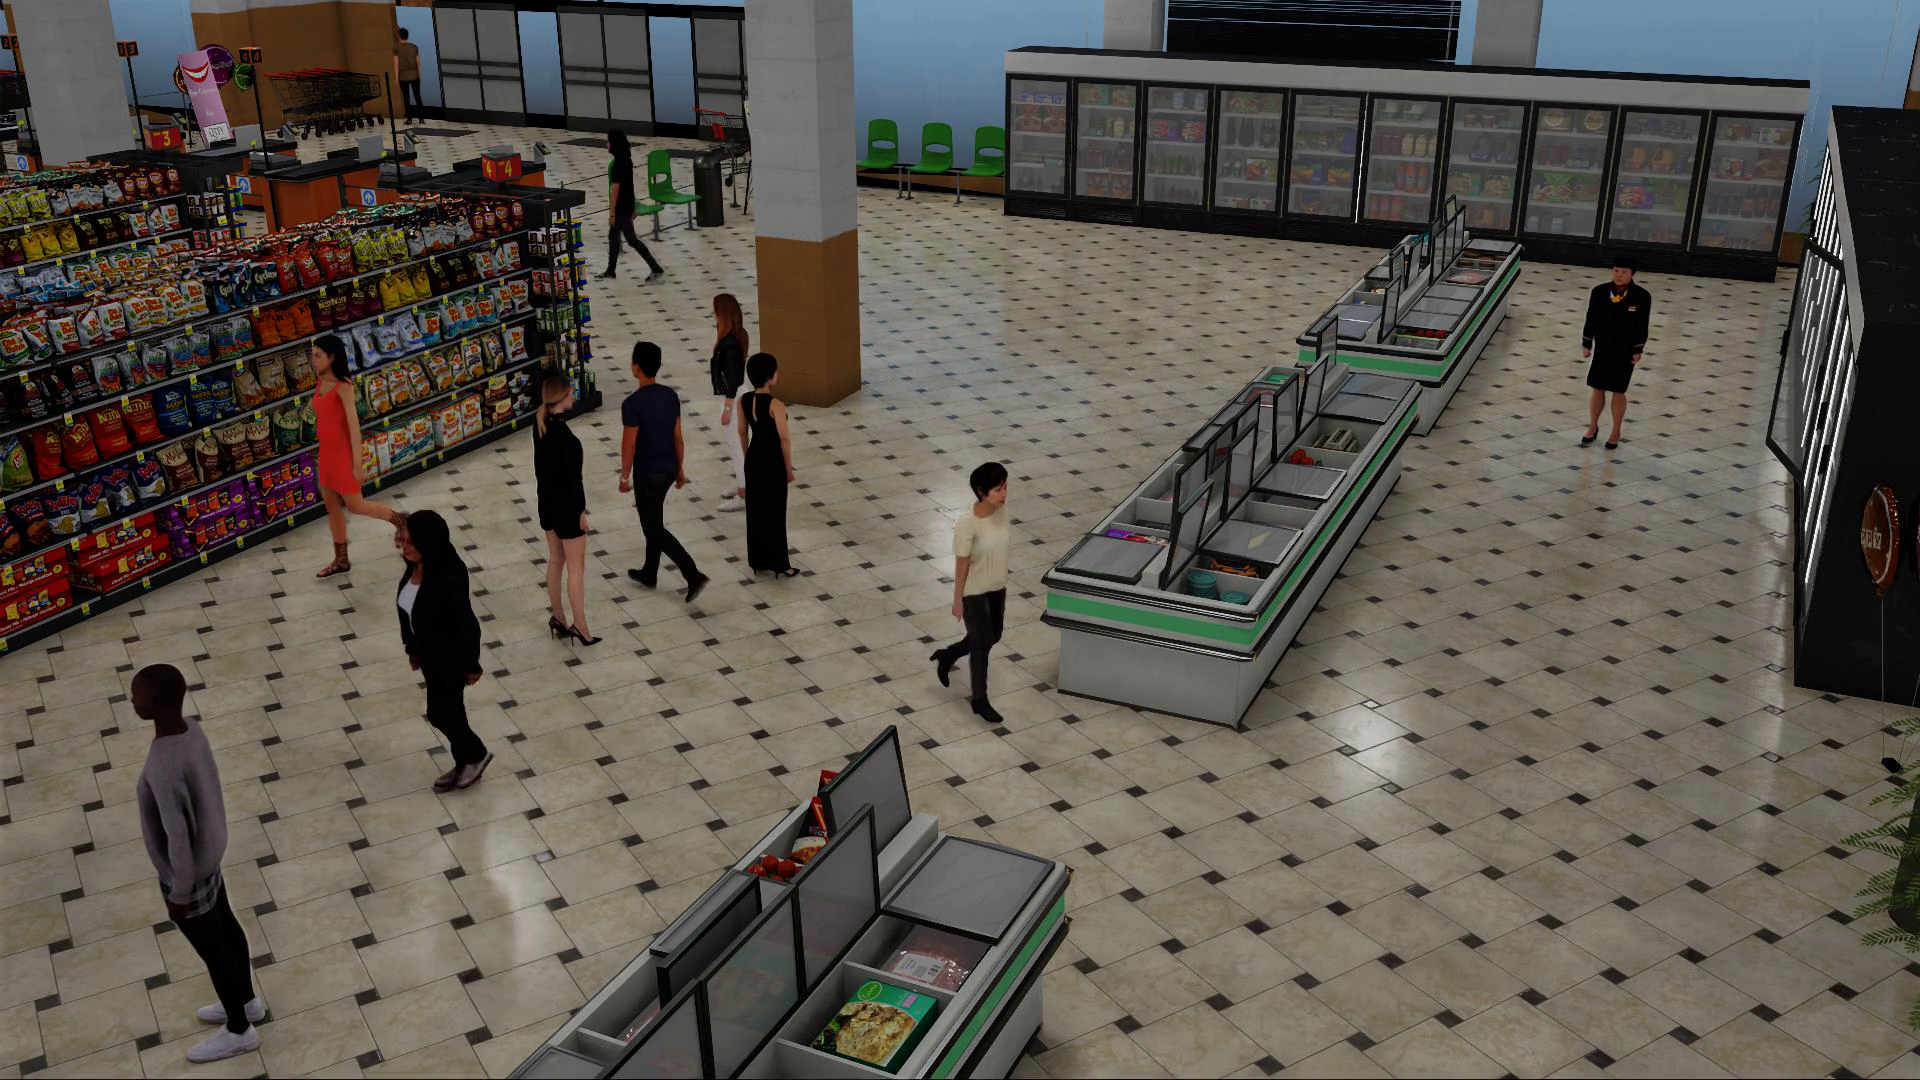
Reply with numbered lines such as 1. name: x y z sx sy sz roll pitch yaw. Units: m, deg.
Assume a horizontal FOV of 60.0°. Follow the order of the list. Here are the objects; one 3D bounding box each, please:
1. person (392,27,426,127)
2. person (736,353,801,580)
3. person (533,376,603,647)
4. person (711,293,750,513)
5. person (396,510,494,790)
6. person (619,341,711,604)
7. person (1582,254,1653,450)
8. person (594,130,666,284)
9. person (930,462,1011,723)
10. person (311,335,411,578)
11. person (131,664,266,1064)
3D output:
1. person: -10.750 -9.037 32.433 0.701 1.852 0.808 -13 25 -29
2. person: -1.354 -0.504 11.527 0.603 1.604 0.547 14 26 30
3. person: -2.505 -0.184 10.513 0.642 1.768 0.620 19 29 39
4. person: -1.737 -1.068 12.803 0.725 1.700 0.592 0 22 1
5. person: -2.668 0.572 8.844 0.741 1.608 0.731 19 29 39
6. person: -1.981 -0.415 11.088 0.787 1.768 1.038 13 25 30
7. person: 5.594 -1.612 14.195 0.728 1.671 0.694 16 27 34
8. person: -3.930 -3.946 19.830 0.969 1.800 1.156 2 22 5
9. person: 0.073 0.282 9.621 0.768 1.567 0.819 20 29 40
10. person: -4.255 -0.597 11.631 0.758 1.700 1.048 18 28 37
11. person: -3.115 1.309 6.791 0.751 1.771 0.660 -5 22 -12
